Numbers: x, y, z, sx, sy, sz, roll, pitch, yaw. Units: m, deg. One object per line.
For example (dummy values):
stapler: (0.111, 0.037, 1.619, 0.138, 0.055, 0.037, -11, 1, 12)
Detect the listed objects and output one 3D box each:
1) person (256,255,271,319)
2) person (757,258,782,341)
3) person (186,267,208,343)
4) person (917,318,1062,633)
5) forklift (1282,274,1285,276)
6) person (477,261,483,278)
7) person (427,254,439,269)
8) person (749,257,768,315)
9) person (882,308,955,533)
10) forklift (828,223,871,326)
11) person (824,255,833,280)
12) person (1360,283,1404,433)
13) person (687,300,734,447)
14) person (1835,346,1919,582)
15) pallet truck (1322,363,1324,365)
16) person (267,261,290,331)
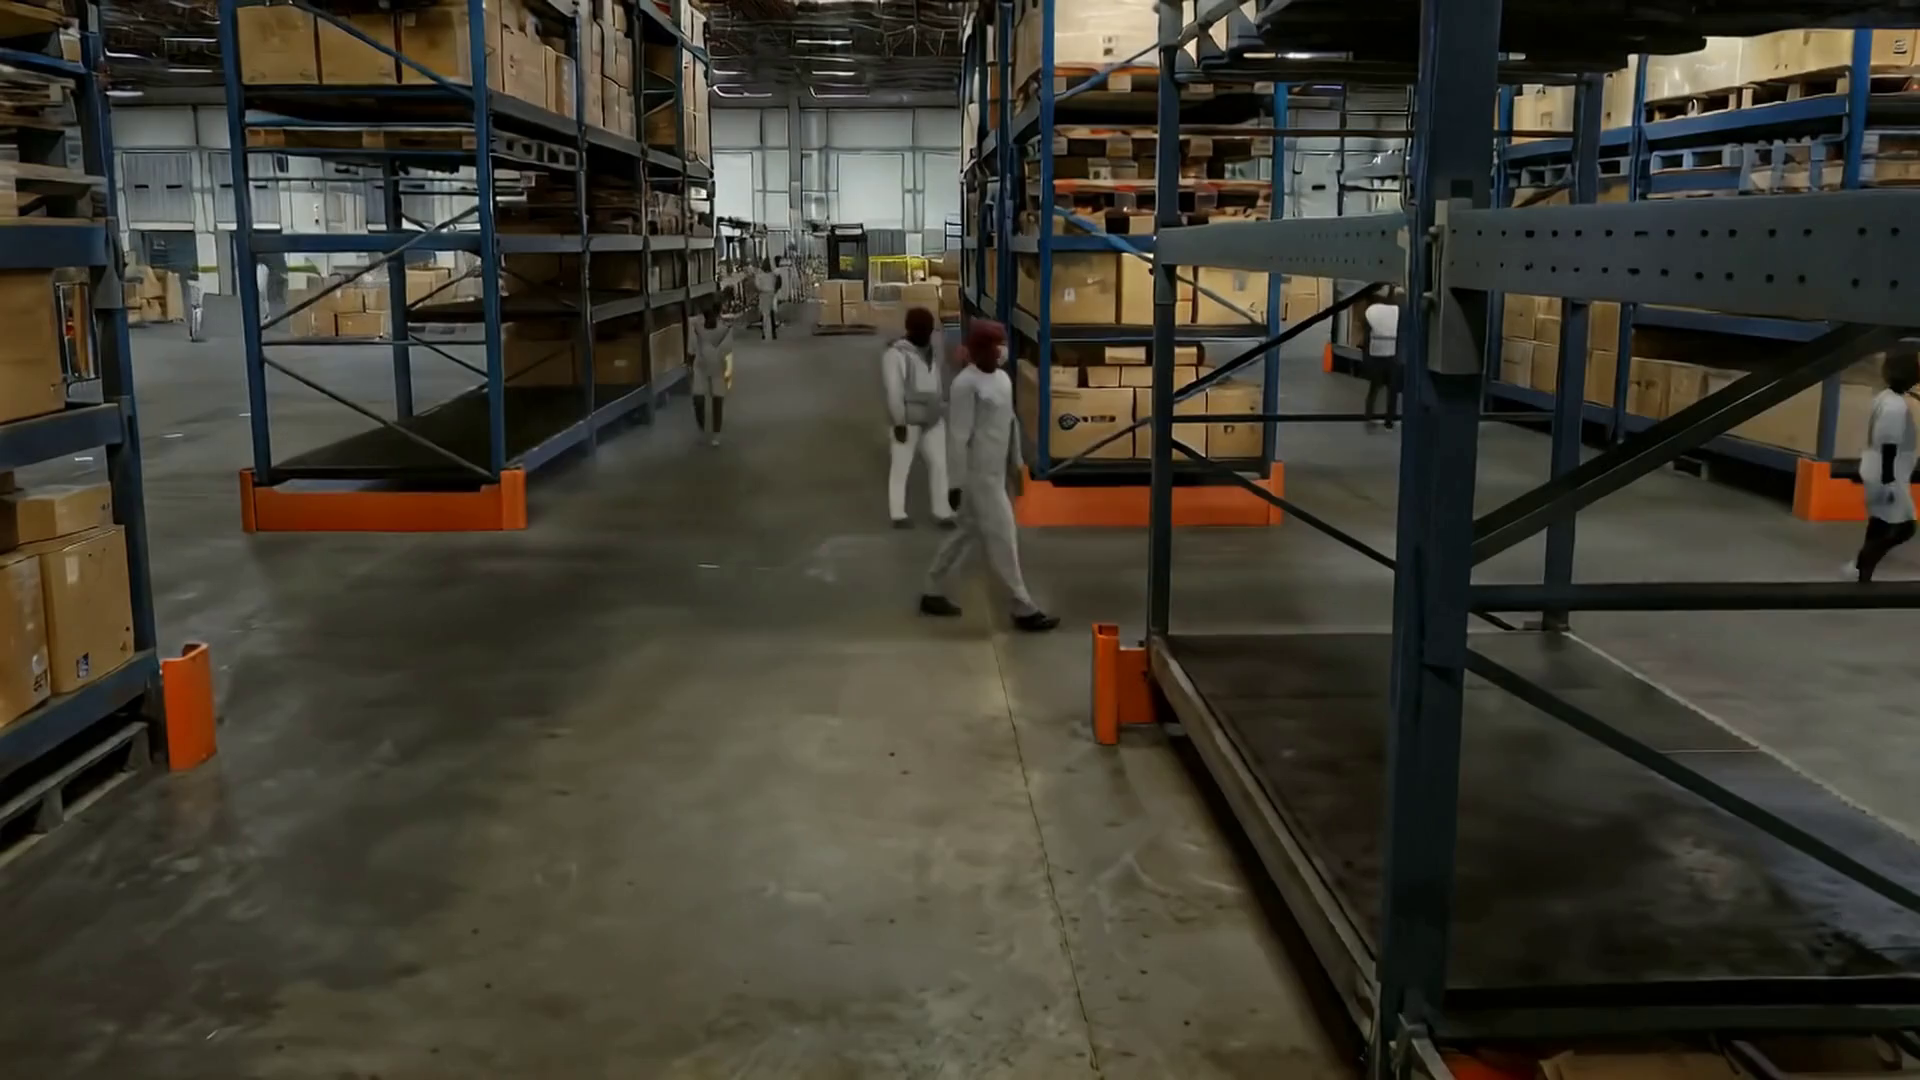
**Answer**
person: (-21.323, -7.700, 50.679, 0.665, 1.916, 0.664, 6, 12, 30)
person: (-4.532, -5.705, 39.462, 0.601, 1.960, 0.373, 2, 10, 9)
person: (-17.738, -5.455, 38.633, 0.328, 1.761, 0.523, 1, 10, 8)
person: (0.138, -0.405, 10.155, 1.011, 1.893, 0.647, 5, 11, 25)
forklift: (12.224, -10.384, 62.970, 1.129, 2.768, 1.873, 0, 10, -2)
person: (-17.148, -9.269, 60.124, 0.735, 1.667, 0.540, 8, 13, 39)
person: (-17.135, -8.334, 54.202, 0.367, 1.931, 0.631, -9, 13, -40)
person: (-6.509, -8.163, 53.421, 0.600, 1.874, 1.023, -7, 12, -35)
person: (-0.277, -0.933, 13.296, 0.660, 1.808, 0.792, -10, 14, -43)
forklift: (-2.983, -7.110, 44.727, 1.129, 2.768, 1.873, 0, 10, -2)
person: (-4.209, -8.442, 54.835, 0.390, 1.917, 0.585, 7, 13, 36)
person: (5.256, -2.254, 20.454, 0.647, 1.894, 0.506, 9, 13, 40)
person: (-2.850, -1.879, 18.908, 0.557, 1.674, 0.593, 0, 10, 2)
person: (5.924, -0.390, 10.600, 0.356, 1.687, 0.544, 4, 11, 23)
pallet truck: (7.712, -4.157, 30.737, 1.885, 1.965, 0.823, 3, 11, 16)
person: (-17.849, -6.426, 43.829, 0.886, 1.843, 0.525, -7, 12, -35)
